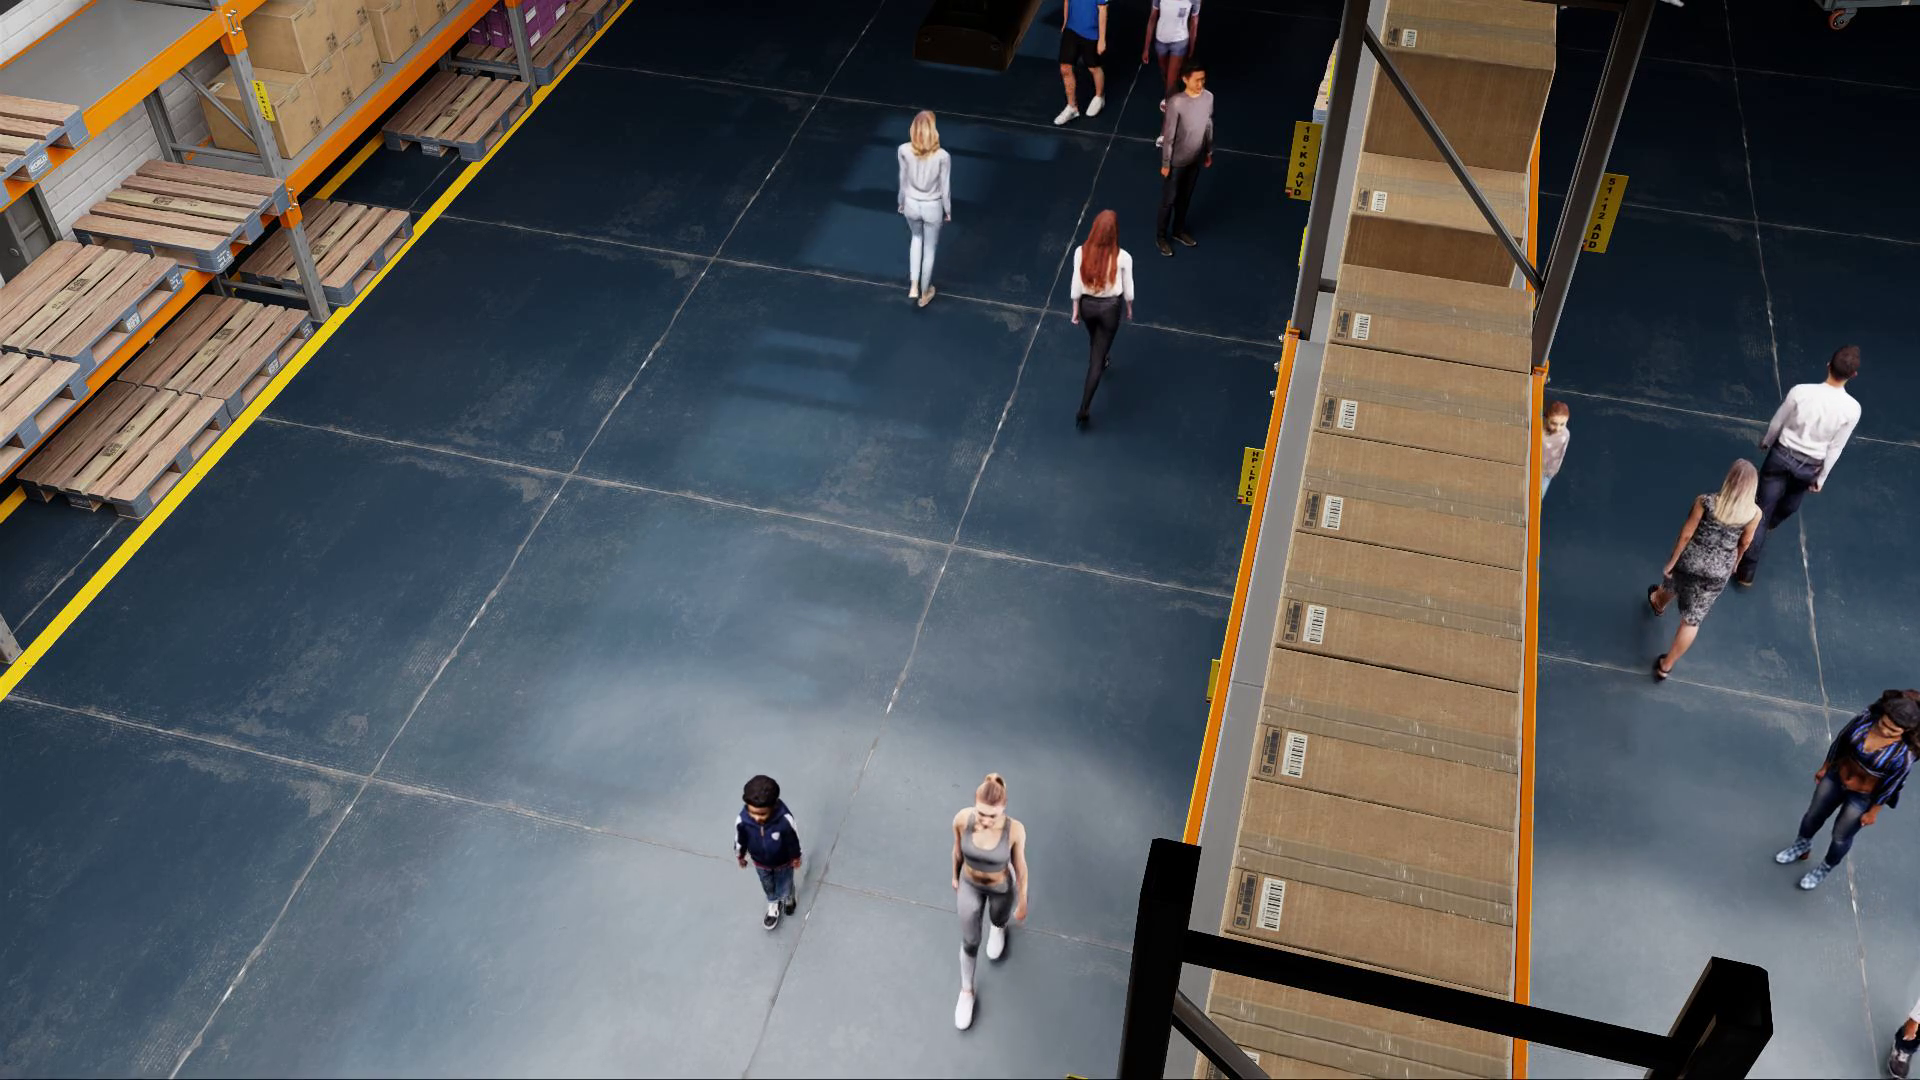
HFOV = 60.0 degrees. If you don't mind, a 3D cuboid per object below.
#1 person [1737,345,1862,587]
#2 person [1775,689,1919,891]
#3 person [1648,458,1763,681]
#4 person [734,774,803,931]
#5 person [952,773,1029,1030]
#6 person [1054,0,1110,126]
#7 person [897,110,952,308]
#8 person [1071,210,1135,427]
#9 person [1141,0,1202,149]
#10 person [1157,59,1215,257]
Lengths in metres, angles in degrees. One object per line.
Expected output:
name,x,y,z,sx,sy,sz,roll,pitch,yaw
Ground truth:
person,5.625,-0.469,11.251,0.827,1.827,1.262,20,47,20
person,5.076,1.401,9.436,0.765,1.622,0.689,-17,46,-17
person,4.726,0.245,10.618,0.664,1.667,1.044,14,45,15
person,-1.050,1.721,9.396,0.551,1.214,0.526,6,44,6
person,0.179,1.810,8.968,0.605,1.676,0.964,9,44,9
person,1.242,-4.910,15.920,0.915,1.817,1.047,24,48,23
person,-0.323,-2.641,13.559,0.613,1.788,0.680,12,45,13
person,1.040,-1.636,12.563,0.657,1.707,1.163,13,45,13
person,2.020,-4.706,15.811,0.714,1.672,1.246,15,46,15
person,1.916,-3.307,14.273,0.794,1.768,0.732,4,44,4
